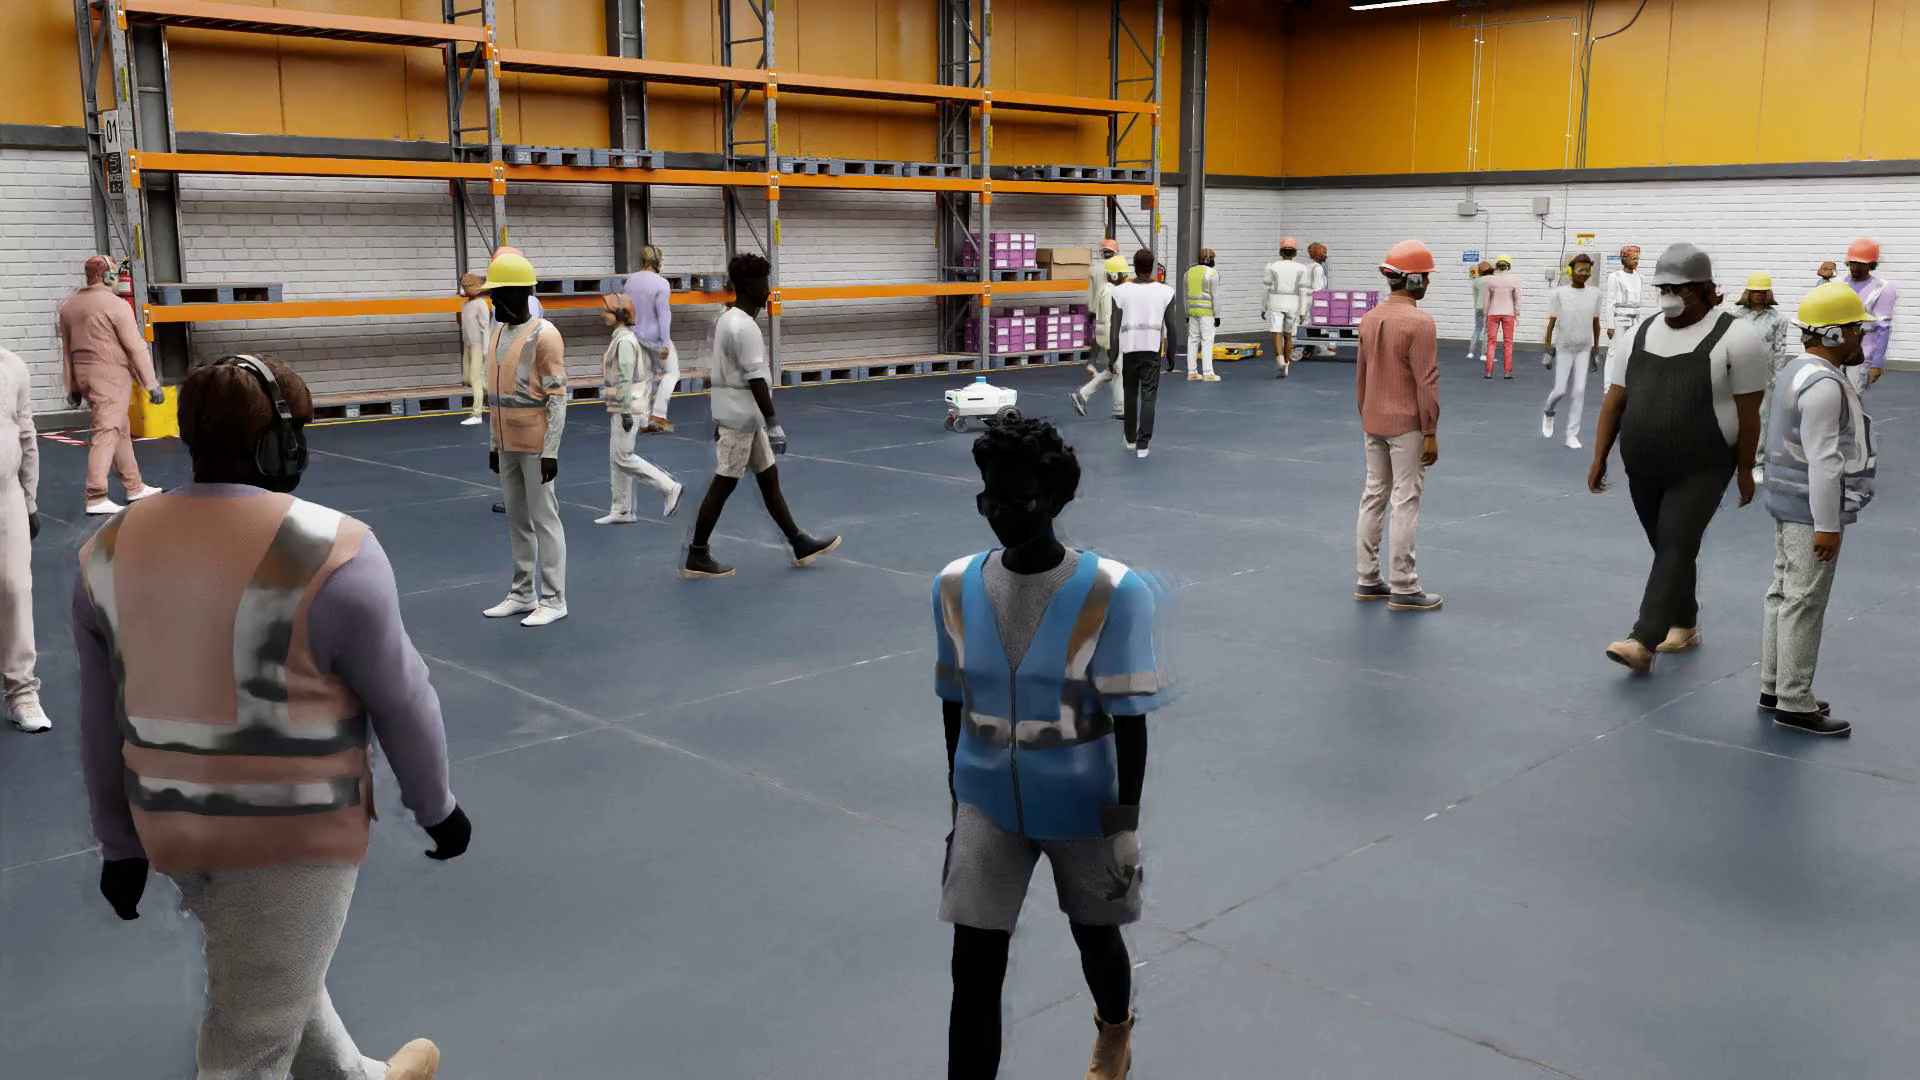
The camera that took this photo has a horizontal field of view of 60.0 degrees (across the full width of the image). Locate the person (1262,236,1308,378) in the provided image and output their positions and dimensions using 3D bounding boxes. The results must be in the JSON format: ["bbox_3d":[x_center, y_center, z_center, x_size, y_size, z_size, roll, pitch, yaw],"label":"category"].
[{"bbox_3d":[4.647,-3.325,23.783,0.609,2.011,0.942,0,10,2],"label":"person"}]

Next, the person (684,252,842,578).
[{"bbox_3d":[-1.207,-0.729,9.856,1.003,1.909,0.631,-3,11,-14],"label":"person"}]

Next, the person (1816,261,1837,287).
[{"bbox_3d":[12.939,-3.350,24.917,0.286,1.636,0.500,9,14,41],"label":"person"}]

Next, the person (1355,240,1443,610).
[{"bbox_3d":[2.390,-0.618,9.038,0.377,1.995,0.608,-5,11,-24],"label":"person"}]

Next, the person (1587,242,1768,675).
[{"bbox_3d":[3.310,-0.414,7.801,1.009,2.000,0.698,-7,13,-35],"label":"person"}]

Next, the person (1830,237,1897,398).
[{"bbox_3d":[7.574,-1.569,14.189,0.430,2.003,0.672,-6,12,-29],"label":"person"}]

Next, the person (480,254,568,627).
[{"bbox_3d":[-2.279,-0.516,8.668,0.590,1.927,0.367,9,14,40],"label":"person"}]

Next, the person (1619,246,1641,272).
[{"bbox_3d":[10.757,-3.777,26.668,0.526,1.843,0.564,8,13,36],"label":"person"}]

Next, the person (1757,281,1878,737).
[{"bbox_3d":[3.506,-0.129,6.807,0.404,1.837,0.590,3,11,15],"label":"person"}]

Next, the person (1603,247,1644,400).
[{"bbox_3d":[8.105,-2.624,20.282,0.579,1.884,0.352,-6,12,-30],"label":"person"}]

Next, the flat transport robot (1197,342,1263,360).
[{"bbox_3d":[4.453,-3.120,27.387,0.652,0.197,1.431,5,12,27],"label":"flat transport robot"}]

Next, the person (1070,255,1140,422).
[{"bbox_3d":[1.590,-2.170,18.012,0.697,1.812,0.600,1,10,4],"label":"person"}]

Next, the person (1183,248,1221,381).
[{"bbox_3d":[3.399,-3.134,23.188,0.429,1.838,0.634,-8,13,-39],"label":"person"}]

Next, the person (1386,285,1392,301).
[{"bbox_3d":[7.369,-3.900,28.020,0.871,1.589,0.528,1,10,7],"label":"person"}]

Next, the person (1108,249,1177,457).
[{"bbox_3d":[1.706,-1.750,15.501,0.620,1.880,0.917,1,10,8],"label":"person"}]

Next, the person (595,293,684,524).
[{"bbox_3d":[-2.265,-0.903,11.589,0.539,1.628,0.515,-3,11,-14],"label":"person"}]

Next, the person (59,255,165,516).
[{"bbox_3d":[-6.171,-1.141,12.245,0.667,1.873,0.888,6,12,29],"label":"person"}]

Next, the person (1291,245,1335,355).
[{"bbox_3d":[5.900,-4.020,27.978,0.836,1.860,0.605,-1,10,-3],"label":"person"}]

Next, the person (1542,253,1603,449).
[{"bbox_3d":[5.875,-1.820,15.981,0.519,1.857,0.612,0,10,2],"label":"person"}]

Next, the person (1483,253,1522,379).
[{"bbox_3d":[7.654,-3.157,23.515,0.523,1.767,0.313,4,11,23],"label":"person"}]

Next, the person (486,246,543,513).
[{"bbox_3d":[-3.259,-1.166,12.175,0.349,1.942,0.545,2,11,12],"label":"person"}]

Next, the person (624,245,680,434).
[{"bbox_3d":[-3.131,-2.027,16.942,0.628,1.925,0.445,7,13,34],"label":"person"}]

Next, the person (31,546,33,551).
[{"bbox_3d":[-6.280,-0.727,10.330,0.704,1.742,0.528,-7,12,-32],"label":"person"}]

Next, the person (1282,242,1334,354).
[{"bbox_3d":[5.996,-4.104,28.310,0.884,1.898,0.646,6,12,30],"label":"person"}]

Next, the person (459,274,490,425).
[{"bbox_3d":[-5.174,-2.057,17.926,0.504,1.620,0.550,10,15,44],"label":"person"}]

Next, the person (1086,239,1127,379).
[{"bbox_3d":[2.064,-3.218,23.294,0.628,1.973,0.806,7,13,35],"label":"person"}]

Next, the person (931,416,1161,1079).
[{"bbox_3d":[0.183,0.553,3.576,0.534,1.656,0.864,4,11,23],"label":"person"}]

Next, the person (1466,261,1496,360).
[{"bbox_3d":[8.498,-3.709,26.975,0.345,1.616,0.588,-6,12,-28],"label":"person"}]

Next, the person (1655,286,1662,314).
[{"bbox_3d":[8.150,-2.432,19.090,0.349,1.935,0.635,8,13,38],"label":"person"}]

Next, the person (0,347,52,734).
[{"bbox_3d":[-4.165,-0.168,6.918,0.965,1.869,0.647,10,14,43],"label":"person"}]

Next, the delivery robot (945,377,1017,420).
[{"bbox_3d":[0.215,-1.451,17.257,0.707,0.478,0.477,-4,11,-20],"label":"delivery robot"}]

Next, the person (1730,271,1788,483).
[{"bbox_3d":[6.481,-1.329,13.632,0.481,1.734,0.332,5,12,27],"label":"person"}]

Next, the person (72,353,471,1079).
[{"bbox_3d":[-1.311,0.542,3.244,0.628,1.793,0.985,4,11,20],"label":"person"}]
